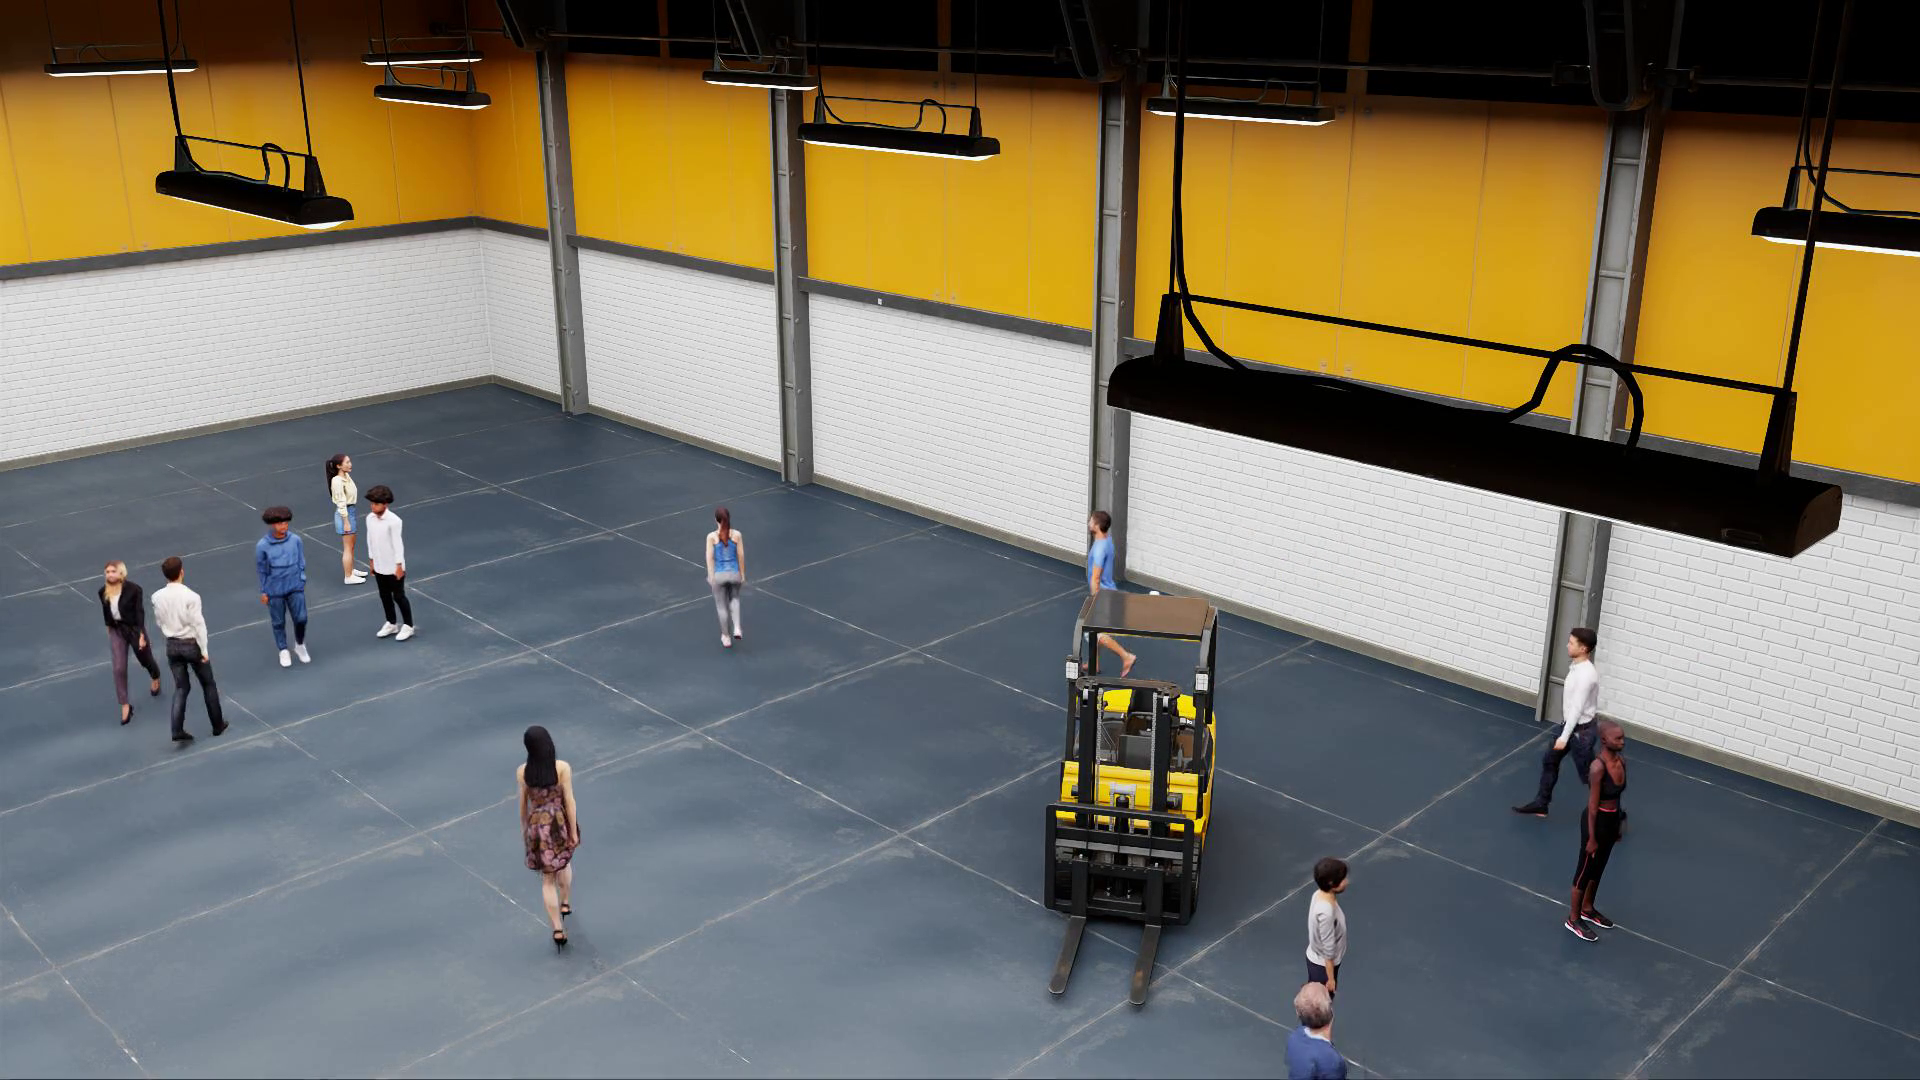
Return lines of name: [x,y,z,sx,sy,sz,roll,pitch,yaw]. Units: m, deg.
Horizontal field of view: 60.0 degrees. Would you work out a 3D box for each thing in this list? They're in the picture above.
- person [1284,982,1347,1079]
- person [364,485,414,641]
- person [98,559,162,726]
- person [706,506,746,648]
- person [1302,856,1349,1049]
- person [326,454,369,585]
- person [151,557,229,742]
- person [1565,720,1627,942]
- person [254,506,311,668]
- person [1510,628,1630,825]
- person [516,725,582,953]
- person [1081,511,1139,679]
person: [1.993,3.384,9.296,0.857,1.839,0.759,2,19,6]
person: [-6.419,0.241,18.684,0.627,1.804,0.763,9,20,24]
person: [-8.337,0.964,16.791,0.967,1.641,1.094,-2,19,-6]
person: [-2.582,0.429,18.443,0.666,1.601,0.716,-7,20,-21]
person: [2.459,2.860,11.297,0.659,1.554,0.615,2,19,5]
person: [-7.561,-0.277,20.490,0.788,1.631,0.677,-4,19,-12]
person: [-7.536,1.097,16.063,0.973,1.853,1.027,2,19,7]
person: [4.950,2.215,12.895,0.581,1.757,0.533,-16,24,-39]
person: [-7.348,0.481,17.994,0.742,1.789,0.700,-10,21,-27]
person: [5.456,1.666,14.383,1.267,1.847,1.041,4,19,12]
person: [-3.115,2.302,12.690,0.858,1.723,0.978,-2,19,-5]
person: [1.560,0.605,17.539,1.074,1.843,0.895,6,20,18]
